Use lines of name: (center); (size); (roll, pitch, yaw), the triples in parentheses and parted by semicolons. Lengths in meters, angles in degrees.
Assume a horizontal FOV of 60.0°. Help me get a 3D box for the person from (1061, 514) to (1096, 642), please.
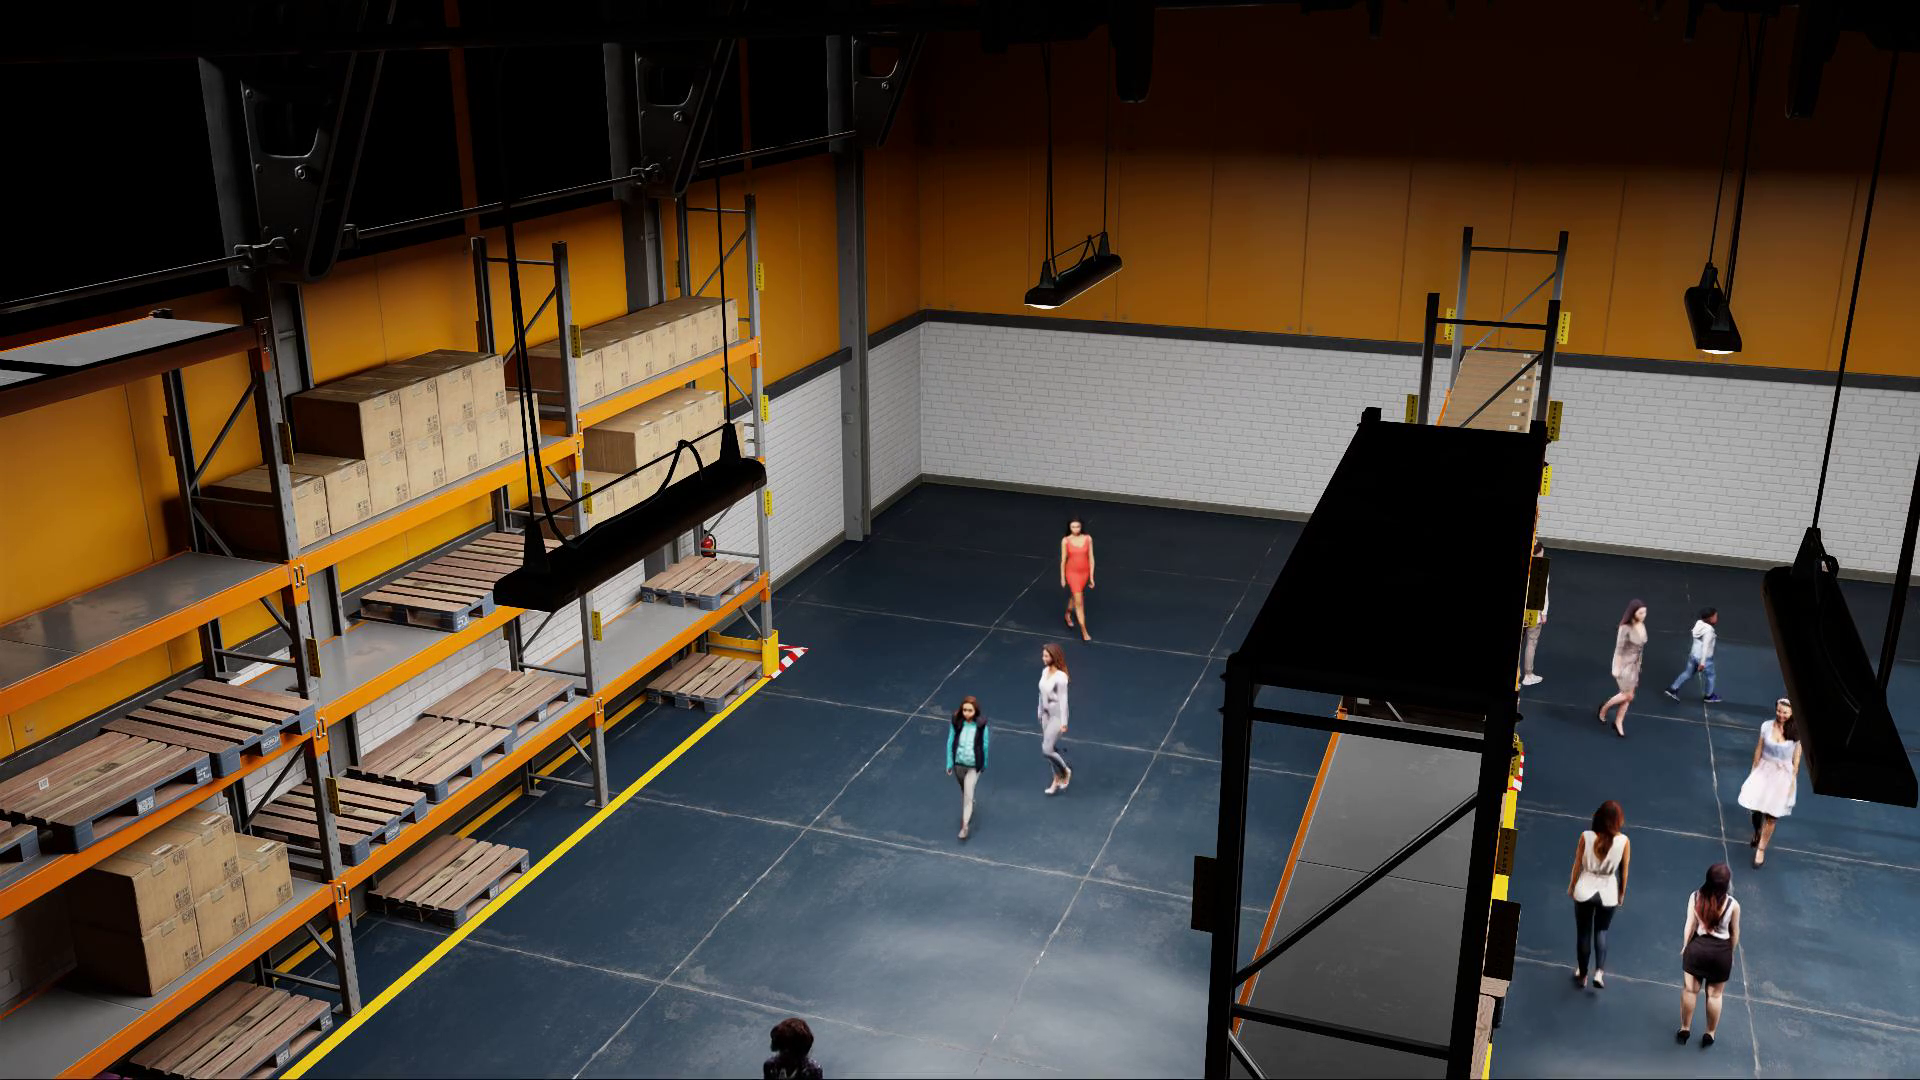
person: (1.545, 0.465, 22.220); (1.035, 1.665, 1.182); (-5, 19, -16)

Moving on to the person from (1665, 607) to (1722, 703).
person: (8.904, 1.390, 20.128); (0.793, 1.246, 0.888); (-3, 19, -8)

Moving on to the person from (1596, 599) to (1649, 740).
person: (7.613, 1.454, 19.192); (0.796, 1.722, 0.849); (-14, 23, -35)

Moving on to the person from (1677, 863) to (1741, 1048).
person: (6.106, 3.382, 13.584); (0.565, 1.648, 0.524); (8, 20, 23)

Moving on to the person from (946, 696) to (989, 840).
person: (0.081, 2.273, 17.161); (0.612, 1.467, 0.999); (5, 19, 13)

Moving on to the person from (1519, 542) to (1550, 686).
person: (7.076, 0.883, 20.704); (0.758, 1.840, 0.748); (-13, 22, -33)

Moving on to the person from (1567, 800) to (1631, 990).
person: (5.462, 3.095, 14.244); (0.650, 1.771, 0.725); (4, 19, 11)

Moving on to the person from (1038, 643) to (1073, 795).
person: (1.082, 1.917, 17.771); (0.813, 1.752, 0.754); (-10, 21, -27)

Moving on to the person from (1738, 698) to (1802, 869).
person: (8.032, 2.358, 16.378); (0.753, 1.806, 0.839); (12, 22, 32)

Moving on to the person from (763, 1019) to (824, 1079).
person: (-1.153, 4.065, 11.479); (0.644, 1.698, 0.595); (4, 19, 11)
